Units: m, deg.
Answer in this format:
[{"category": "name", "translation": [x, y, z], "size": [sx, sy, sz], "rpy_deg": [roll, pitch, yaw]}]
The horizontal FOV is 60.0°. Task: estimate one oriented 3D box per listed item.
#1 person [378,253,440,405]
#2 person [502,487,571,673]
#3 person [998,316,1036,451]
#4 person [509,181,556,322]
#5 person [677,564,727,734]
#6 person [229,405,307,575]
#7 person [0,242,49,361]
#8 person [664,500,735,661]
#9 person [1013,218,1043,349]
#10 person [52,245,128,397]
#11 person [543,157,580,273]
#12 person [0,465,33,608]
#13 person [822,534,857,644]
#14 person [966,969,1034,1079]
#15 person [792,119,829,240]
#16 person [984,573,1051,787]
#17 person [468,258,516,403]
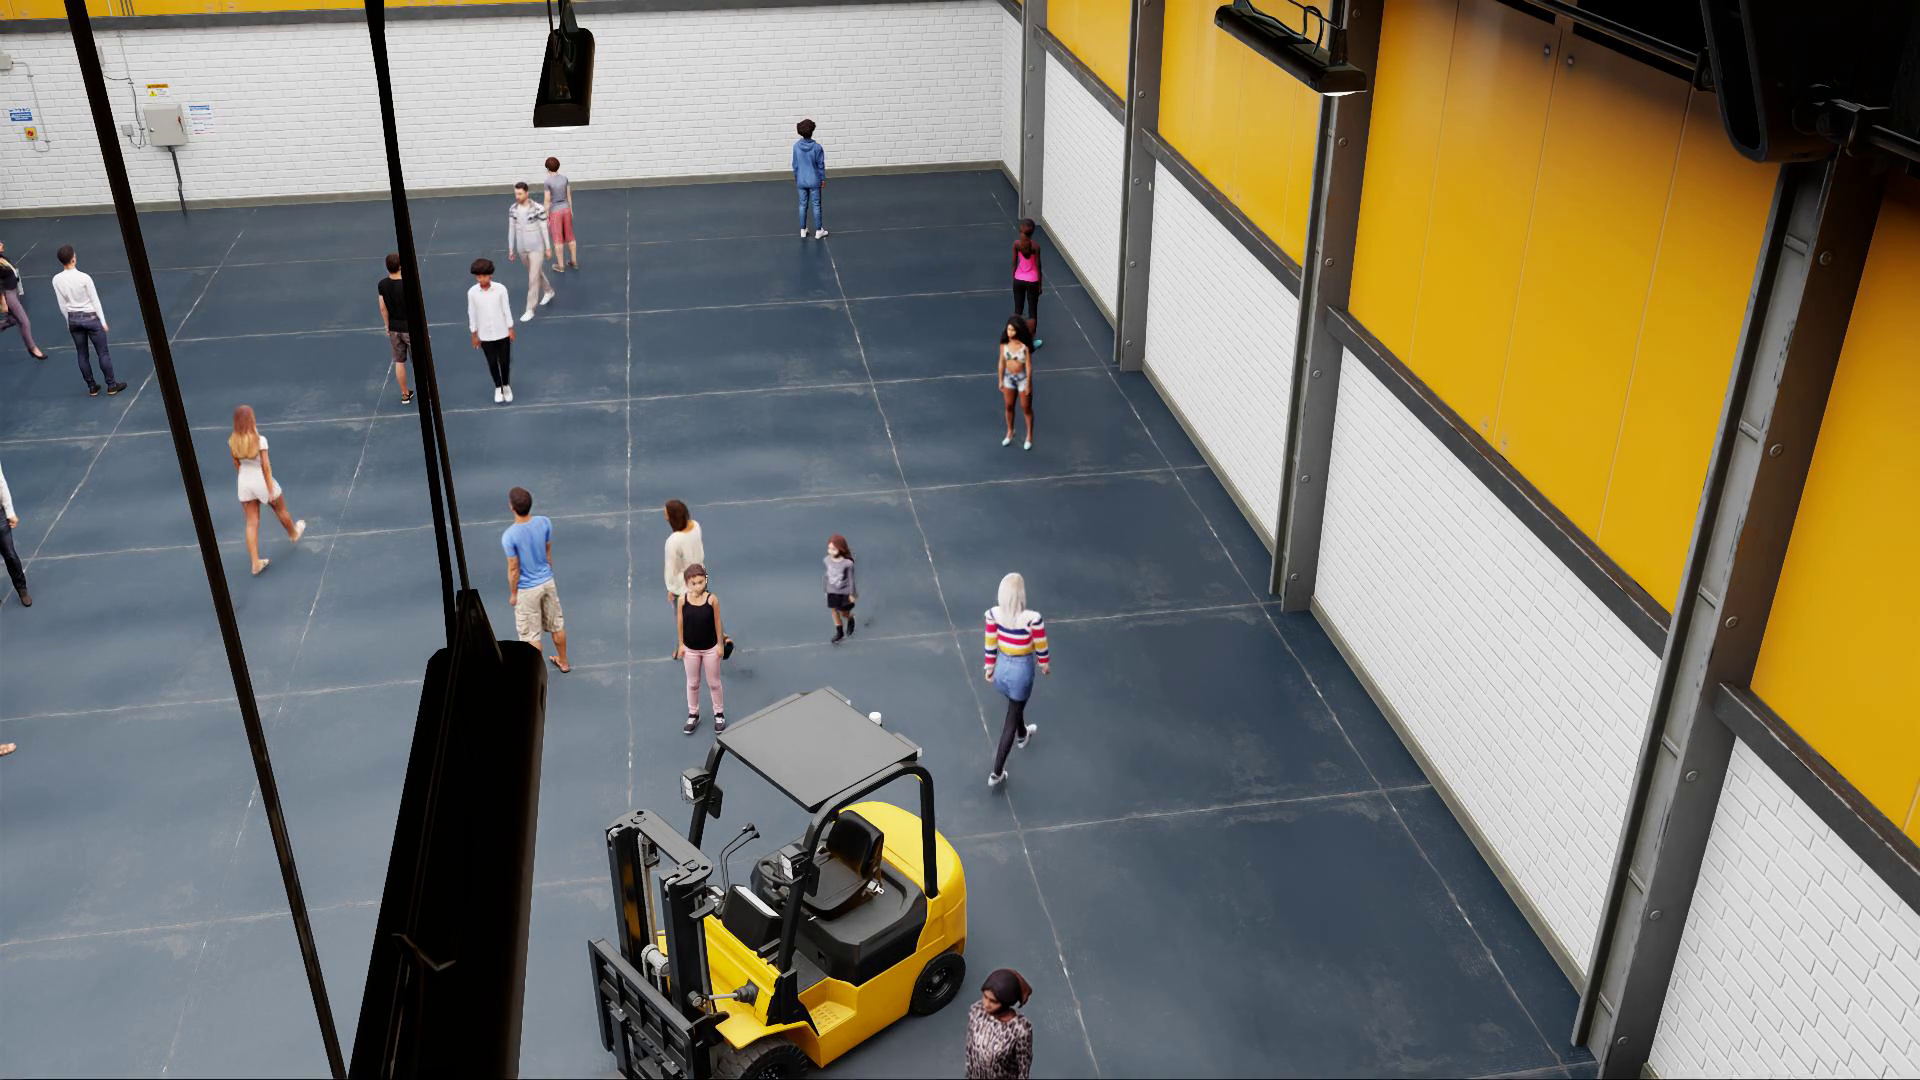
[{"category": "person", "translation": [-6.649, -2.529, 19.870], "size": [0.751, 1.860, 0.684], "rpy_deg": [4, 29, 7]}, {"category": "person", "translation": [-3.710, 0.395, 14.507], "size": [0.783, 1.863, 0.751], "rpy_deg": [23, 36, 36]}, {"category": "person", "translation": [0.655, -1.775, 18.741], "size": [0.674, 1.617, 0.721], "rpy_deg": [12, 31, 21]}, {"category": "person", "translation": [-5.776, -3.970, 22.571], "size": [1.105, 1.802, 1.331], "rpy_deg": [9, 30, 17]}, {"category": "person", "translation": [-2.162, 0.898, 13.897], "size": [0.556, 1.564, 0.542], "rpy_deg": [-1, 29, -1]}, {"category": "person", "translation": [-6.930, -0.459, 16.296], "size": [0.784, 1.648, 1.160], "rpy_deg": [3, 29, 6]}, {"category": "person", "translation": [-12.091, -3.011, 20.975], "size": [0.742, 1.648, 0.959], "rpy_deg": [-9, 30, -15]}, {"category": "person", "translation": [-2.329, 0.404, 14.704], "size": [0.979, 1.657, 0.945], "rpy_deg": [15, 32, 25]}, {"category": "person", "translation": [0.854, -3.310, 21.441], "size": [0.656, 1.726, 0.702], "rpy_deg": [13, 31, 22]}, {"category": "person", "translation": [-10.571, -2.644, 20.072], "size": [0.642, 1.869, 0.614], "rpy_deg": [-1, 29, -3]}, {"category": "person", "translation": [-5.794, -4.730, 24.127], "size": [0.643, 1.647, 0.654], "rpy_deg": [-19, 34, -31]}, {"category": "person", "translation": [-9.153, -0.210, 15.607], "size": [0.733, 1.871, 0.669], "rpy_deg": [-16, 32, -27]}, {"category": "person", "translation": [-1.078, 0.425, 15.250], "size": [0.589, 1.099, 0.645], "rpy_deg": [12, 31, 21]}, {"category": "person", "translation": [0.225, 3.155, 9.602], "size": [0.669, 1.714, 0.734], "rpy_deg": [20, 34, 32]}, {"category": "person", "translation": [-2.302, -5.521, 25.406], "size": [0.760, 1.811, 0.735], "rpy_deg": [8, 30, 14]}, {"category": "person", "translation": [0.398, 1.132, 13.258], "size": [1.129, 1.765, 1.238], "rpy_deg": [15, 32, 25]}, {"category": "person", "translation": [-5.592, -2.532, 19.940], "size": [0.638, 1.798, 0.591], "rpy_deg": [-5, 29, -9]}]
